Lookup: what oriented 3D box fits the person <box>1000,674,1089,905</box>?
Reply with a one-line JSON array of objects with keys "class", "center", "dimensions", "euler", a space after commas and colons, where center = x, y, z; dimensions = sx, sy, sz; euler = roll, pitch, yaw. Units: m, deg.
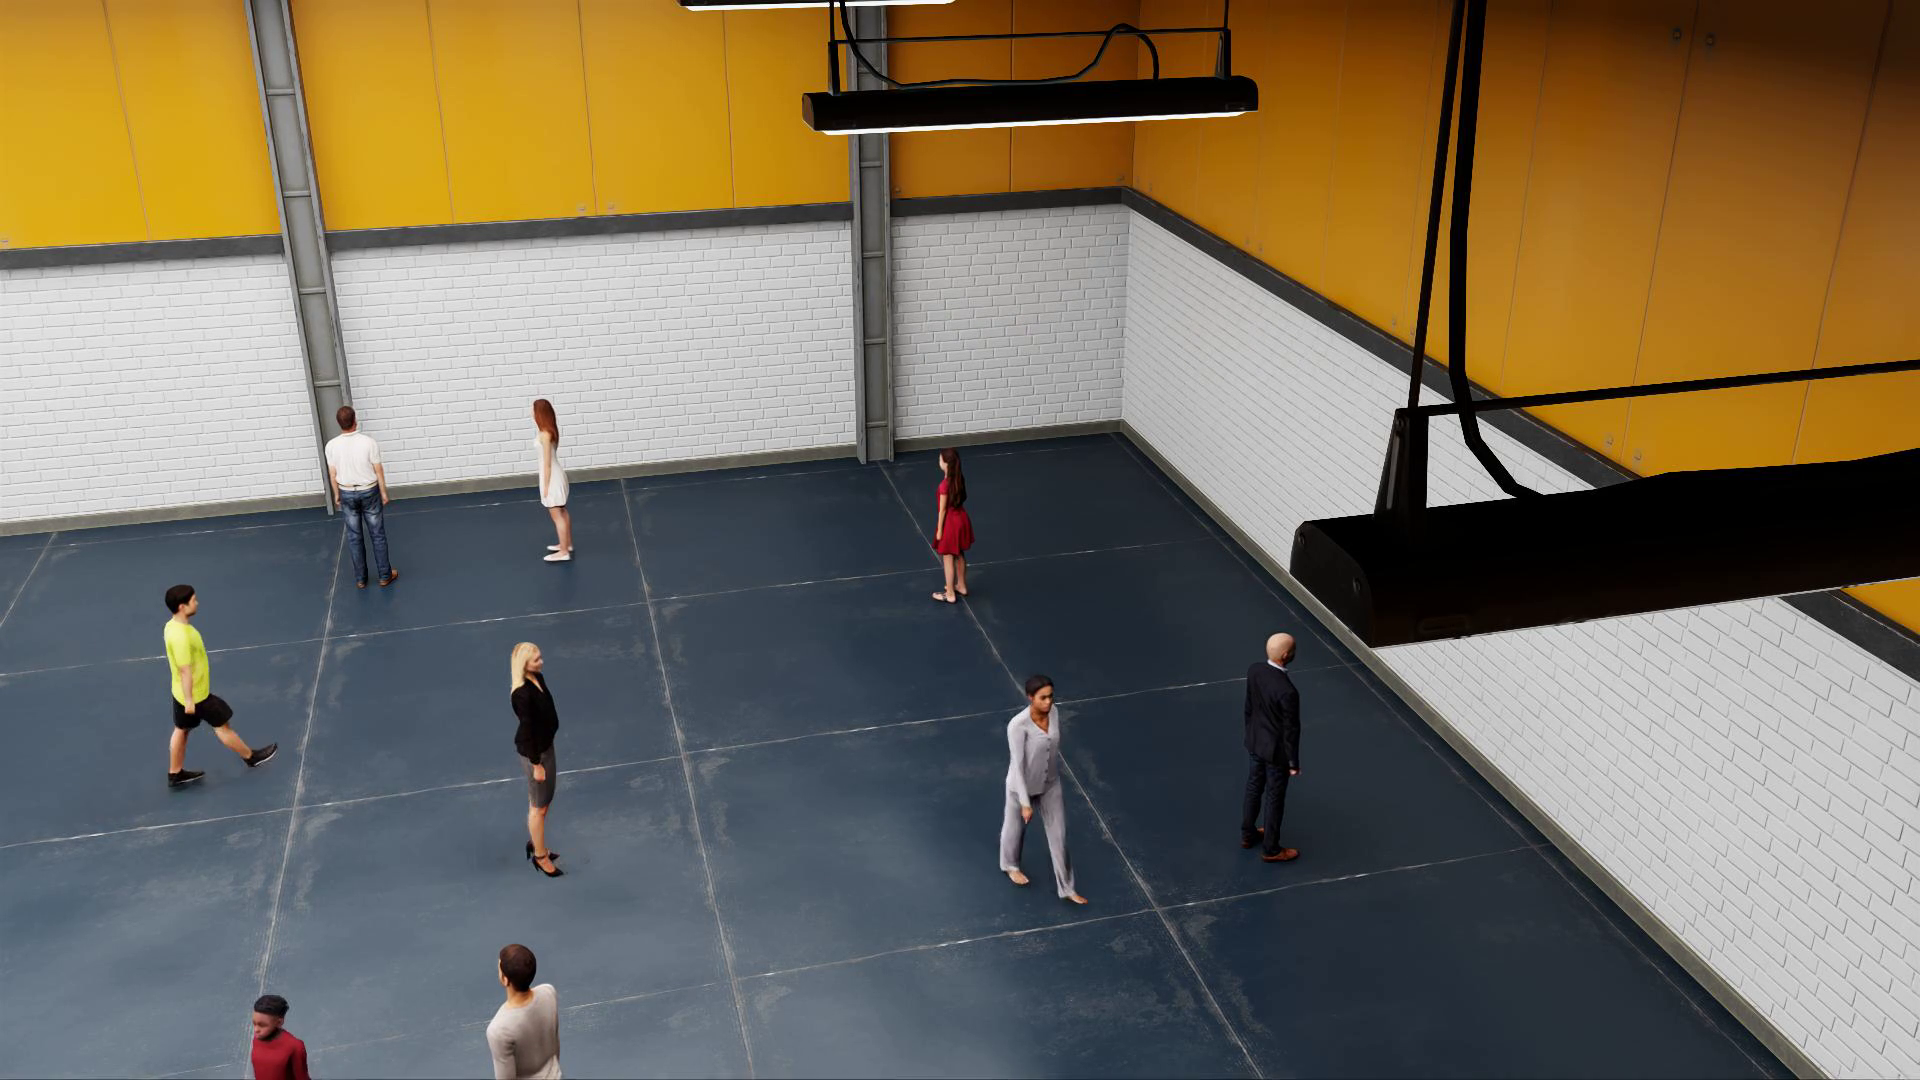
[{"class": "person", "center": [0.454, 1.690, 11.682], "dimensions": [1.056, 1.700, 0.913], "euler": [-14, 27, -30]}]

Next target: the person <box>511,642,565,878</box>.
[{"class": "person", "center": [-3.020, 1.553, 11.822], "dimensions": [0.625, 1.839, 0.661], "euler": [-2, 24, -4]}]

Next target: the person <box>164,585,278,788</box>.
[{"class": "person", "center": [-6.038, 1.180, 12.896], "dimensions": [1.151, 1.663, 0.891], "euler": [-15, 28, -31]}]

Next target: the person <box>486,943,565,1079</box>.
[{"class": "person", "center": [-2.233, 2.902, 8.700], "dimensions": [0.786, 1.867, 0.746], "euler": [11, 26, 23]}]

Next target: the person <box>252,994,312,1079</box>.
[{"class": "person", "center": [-3.676, 3.022, 9.212], "dimensions": [0.879, 1.239, 0.825], "euler": [6, 24, 13]}]

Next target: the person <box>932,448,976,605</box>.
[{"class": "person", "center": [-0.070, -0.155, 16.089], "dimensions": [0.746, 1.551, 0.686], "euler": [14, 27, 29]}]

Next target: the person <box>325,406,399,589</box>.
[{"class": "person", "center": [-5.899, -0.427, 16.330], "dimensions": [0.535, 1.856, 0.744], "euler": [-3, 24, -8]}]

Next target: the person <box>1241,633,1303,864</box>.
[{"class": "person", "center": [2.248, 1.485, 12.028], "dimensions": [0.677, 1.800, 0.747], "euler": [-13, 27, -27]}]

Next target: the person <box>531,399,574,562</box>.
[{"class": "person", "center": [-4.149, -0.626, 16.966], "dimensions": [0.560, 1.711, 0.595], "euler": [-3, 24, -6]}]
